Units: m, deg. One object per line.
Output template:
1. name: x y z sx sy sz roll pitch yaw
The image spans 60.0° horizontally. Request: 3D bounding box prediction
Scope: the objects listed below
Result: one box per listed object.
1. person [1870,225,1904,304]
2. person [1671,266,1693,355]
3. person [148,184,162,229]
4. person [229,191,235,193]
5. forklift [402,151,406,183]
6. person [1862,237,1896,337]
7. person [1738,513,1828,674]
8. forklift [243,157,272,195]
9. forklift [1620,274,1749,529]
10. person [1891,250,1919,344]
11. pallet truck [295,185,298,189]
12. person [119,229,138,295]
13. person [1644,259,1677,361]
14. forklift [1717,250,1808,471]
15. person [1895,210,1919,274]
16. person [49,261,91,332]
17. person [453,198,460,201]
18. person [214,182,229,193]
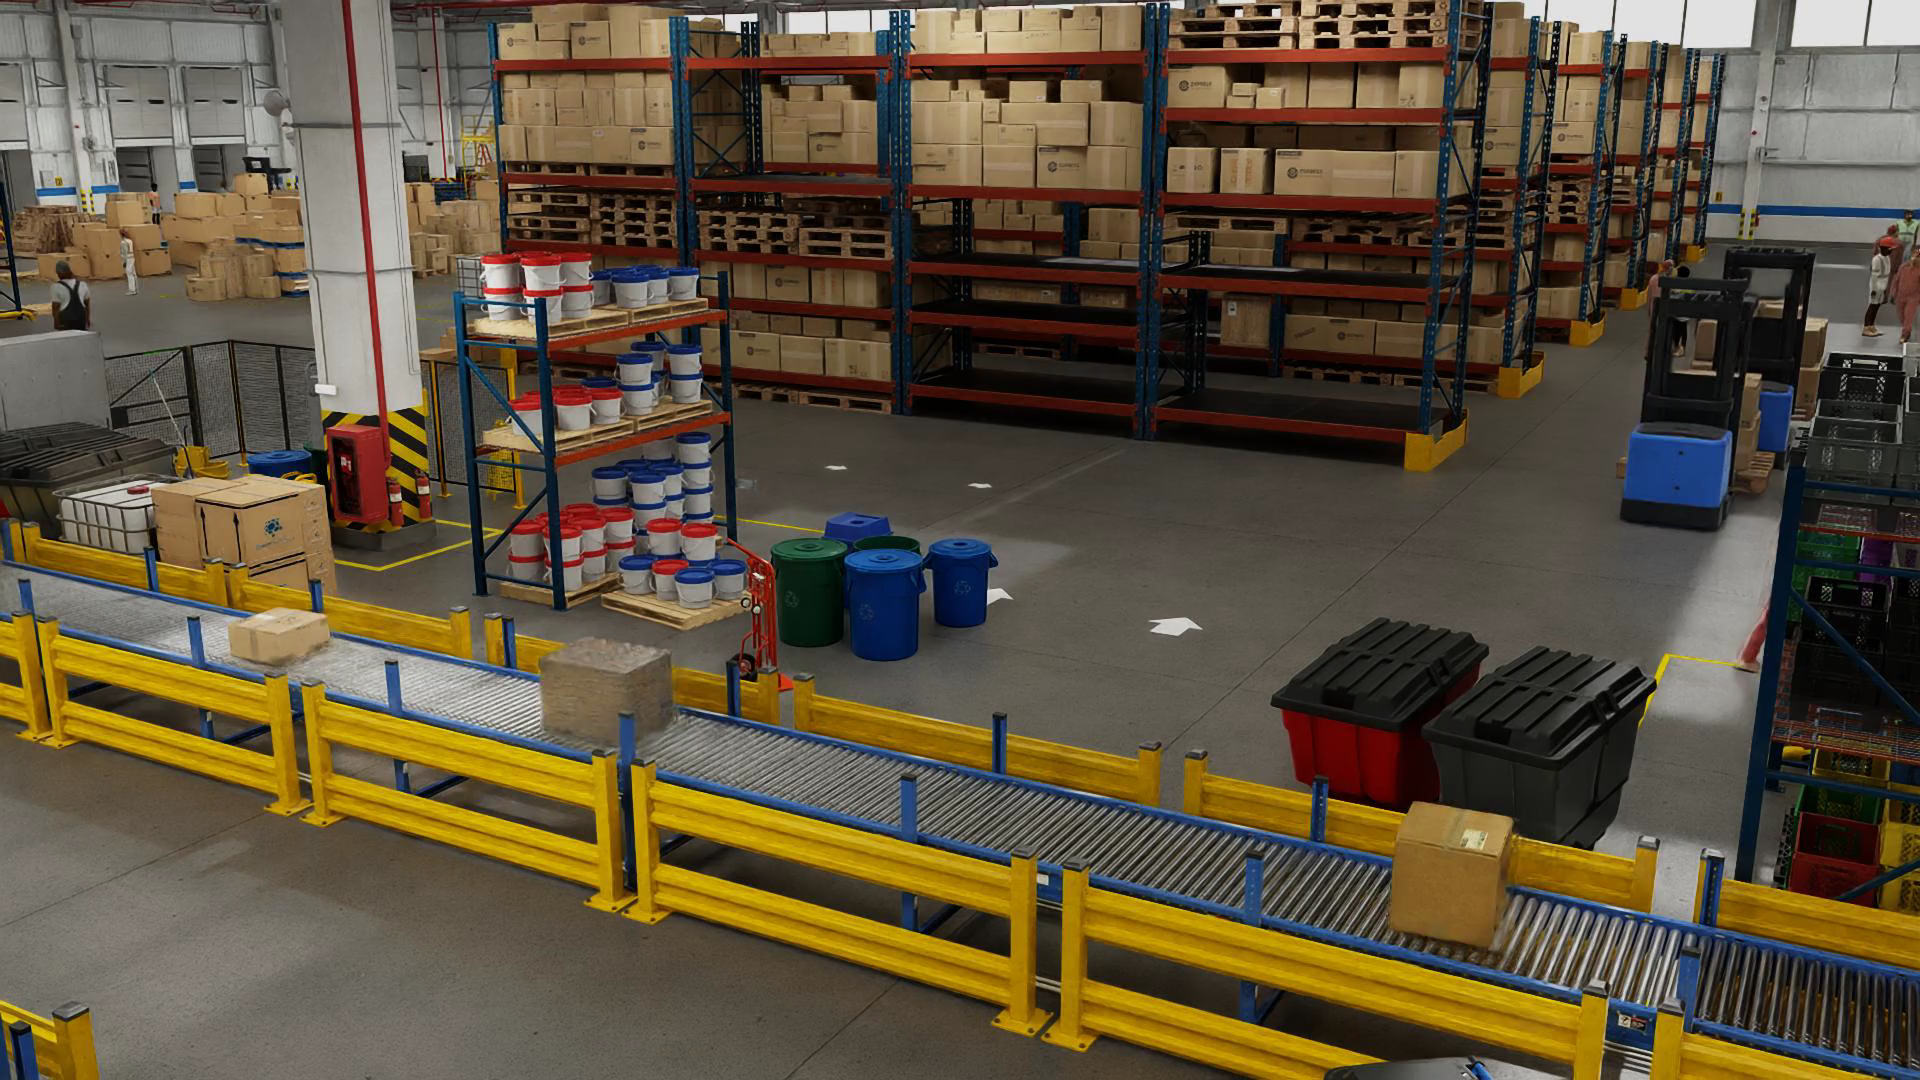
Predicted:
1. person: 22.101 -6.564 39.670 0.662 1.889 0.537 9 17 30
2. person: 13.845 -4.404 31.932 0.322 1.692 0.532 0 15 -1
3. person: -30.252 -12.551 62.558 0.319 1.693 0.532 3 15 10
4. person: -23.585 -10.429 54.215 0.541 1.898 0.921 4 15 13
5. forklift: -21.717 -13.660 64.452 1.873 2.768 1.129 1 15 2
6. person: 18.993 -5.217 34.321 0.614 2.038 0.396 -13 20 -41
7. person: 7.070 0.384 13.905 0.943 1.708 0.530 10 18 33
8. forklift: -24.385 -11.930 57.949 1.129 2.768 1.873 7 16 24
9. forklift: 8.537 -1.689 19.449 1.129 2.768 1.873 8 17 28
10. person: 19.156 -4.913 33.526 0.887 1.879 0.644 -10 18 -34
11. pallet truck: -26.804 -14.617 69.738 1.885 1.965 0.823 -14 20 -42
12. person: -20.807 -6.951 41.607 0.306 1.640 0.522 -2 15 -8
13. person: 13.155 -4.293 31.132 0.399 1.899 0.651 -5 16 -19
14. forklift: 10.735 -2.480 22.423 1.129 2.768 1.873 8 17 27
15. person: 26.185 -8.232 46.067 0.562 1.830 0.448 7 16 24
16. person: -15.854 -3.985 29.688 0.729 2.000 0.692 8 17 28
17. person: -16.463 -10.383 54.506 0.514 1.641 0.309 12 19 38
18. person: -26.531 -11.968 60.029 0.790 1.891 0.572 5 16 18
